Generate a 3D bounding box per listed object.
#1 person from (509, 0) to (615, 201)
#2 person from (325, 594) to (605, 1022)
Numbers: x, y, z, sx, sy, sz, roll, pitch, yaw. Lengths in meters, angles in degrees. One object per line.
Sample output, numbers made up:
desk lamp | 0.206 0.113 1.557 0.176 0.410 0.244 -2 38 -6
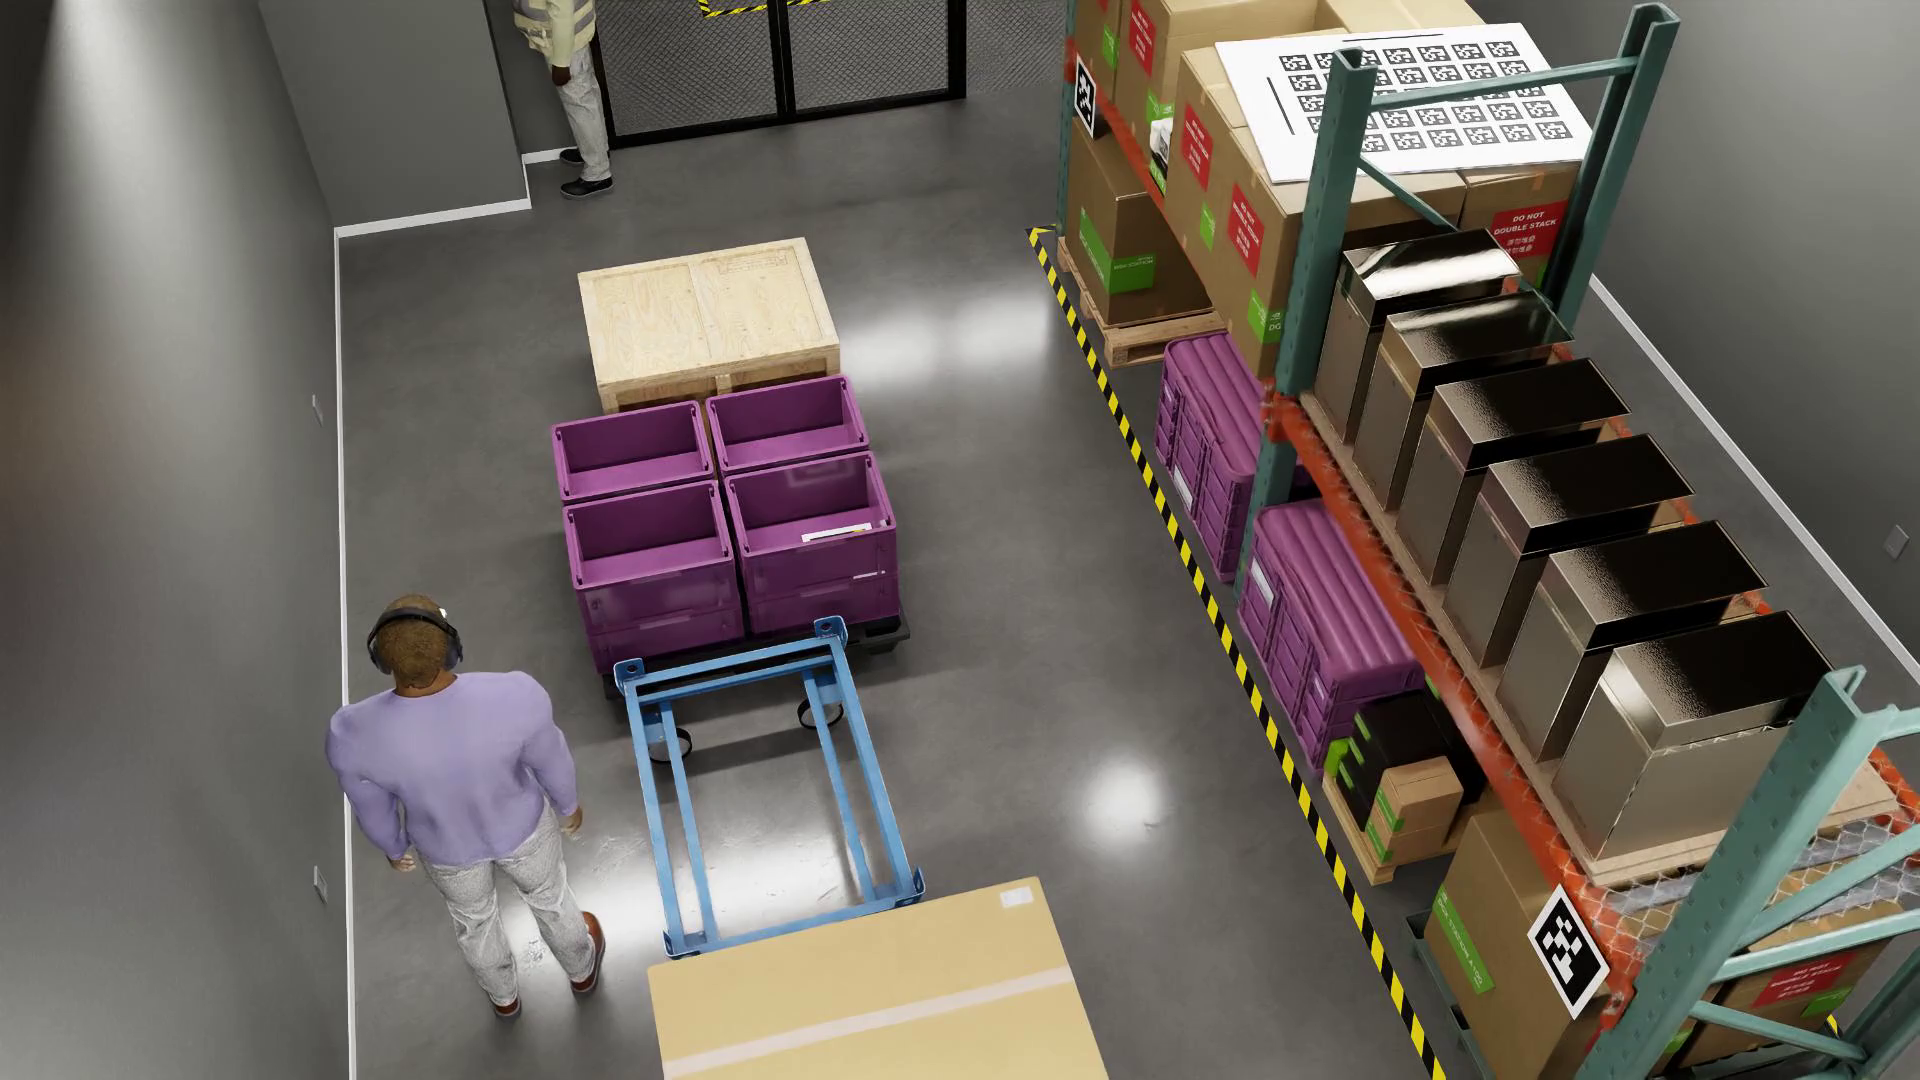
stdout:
person | -2.010 -2.558 8.308 0.404 1.829 0.600 -6 48 -5
person | -1.470 0.865 5.091 0.633 1.938 0.356 -12 49 -11
